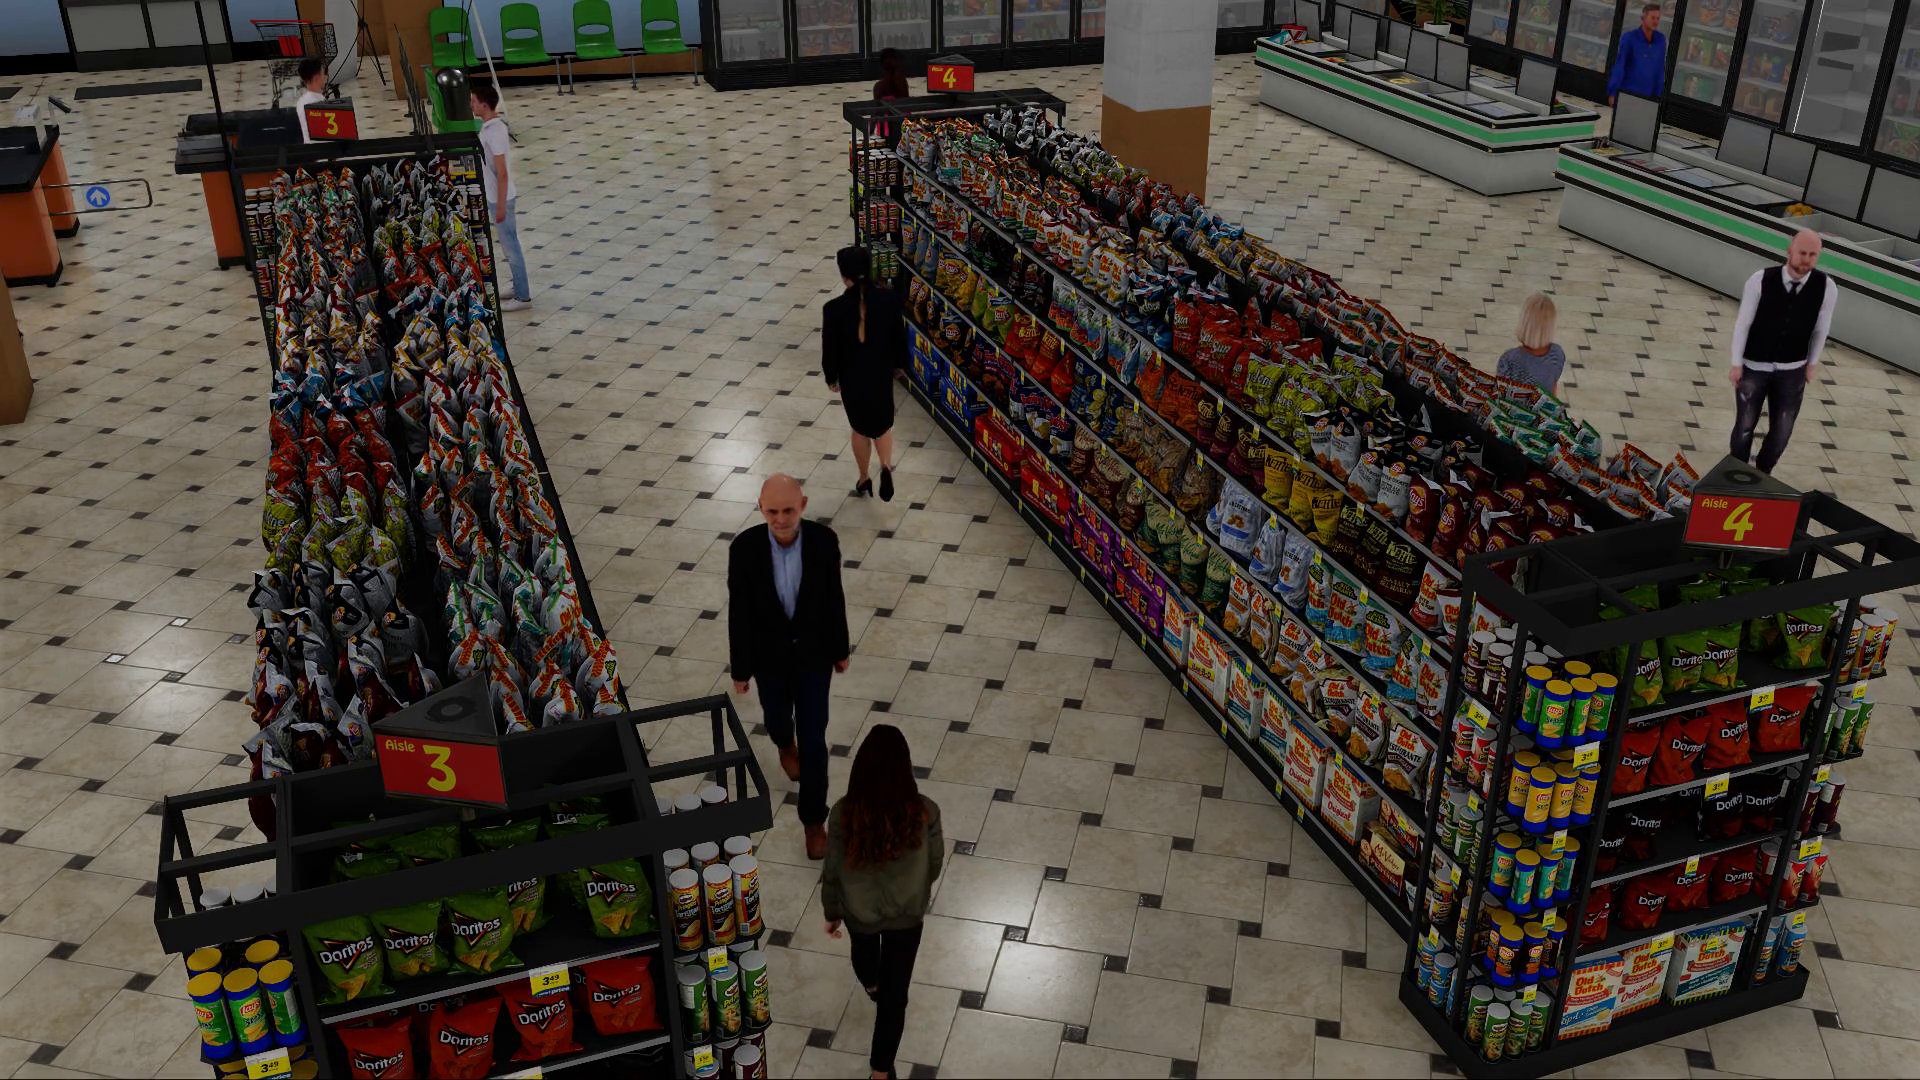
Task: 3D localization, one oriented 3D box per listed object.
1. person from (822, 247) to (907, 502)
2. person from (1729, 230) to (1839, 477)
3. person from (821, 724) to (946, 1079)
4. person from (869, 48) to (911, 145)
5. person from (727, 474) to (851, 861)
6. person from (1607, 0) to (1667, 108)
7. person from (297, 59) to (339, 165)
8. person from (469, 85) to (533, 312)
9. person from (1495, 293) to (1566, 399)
[{"bbox_3d":[-0.565,-0.967,10.329,0.726,1.656,0.831,-8,28,-14],"label":"person"},{"bbox_3d":[5.069,-1.100,10.433,0.807,1.799,0.853,10,28,18],"label":"person"},{"bbox_3d":[-0.275,1.383,5.936,0.850,1.438,1.059,2,27,3],"label":"person"},{"bbox_3d":[-0.597,-3.781,15.822,0.688,1.707,0.780,-24,36,-39],"label":"person"},{"bbox_3d":[-0.753,0.469,7.377,0.848,1.765,1.206,-4,27,-8],"label":"person"},{"bbox_3d":[7.092,-4.753,17.619,0.773,1.816,0.702,-7,28,-13],"label":"person"},{"bbox_3d":[-5.697,-3.254,14.641,0.911,1.835,1.144,-17,31,-30],"label":"person"},{"bbox_3d":[-3.801,-2.836,13.799,0.737,1.850,0.505,-6,28,-12],"label":"person"},{"bbox_3d":[3.200,-0.549,9.447,0.649,1.707,0.945,-6,27,-11],"label":"person"}]
